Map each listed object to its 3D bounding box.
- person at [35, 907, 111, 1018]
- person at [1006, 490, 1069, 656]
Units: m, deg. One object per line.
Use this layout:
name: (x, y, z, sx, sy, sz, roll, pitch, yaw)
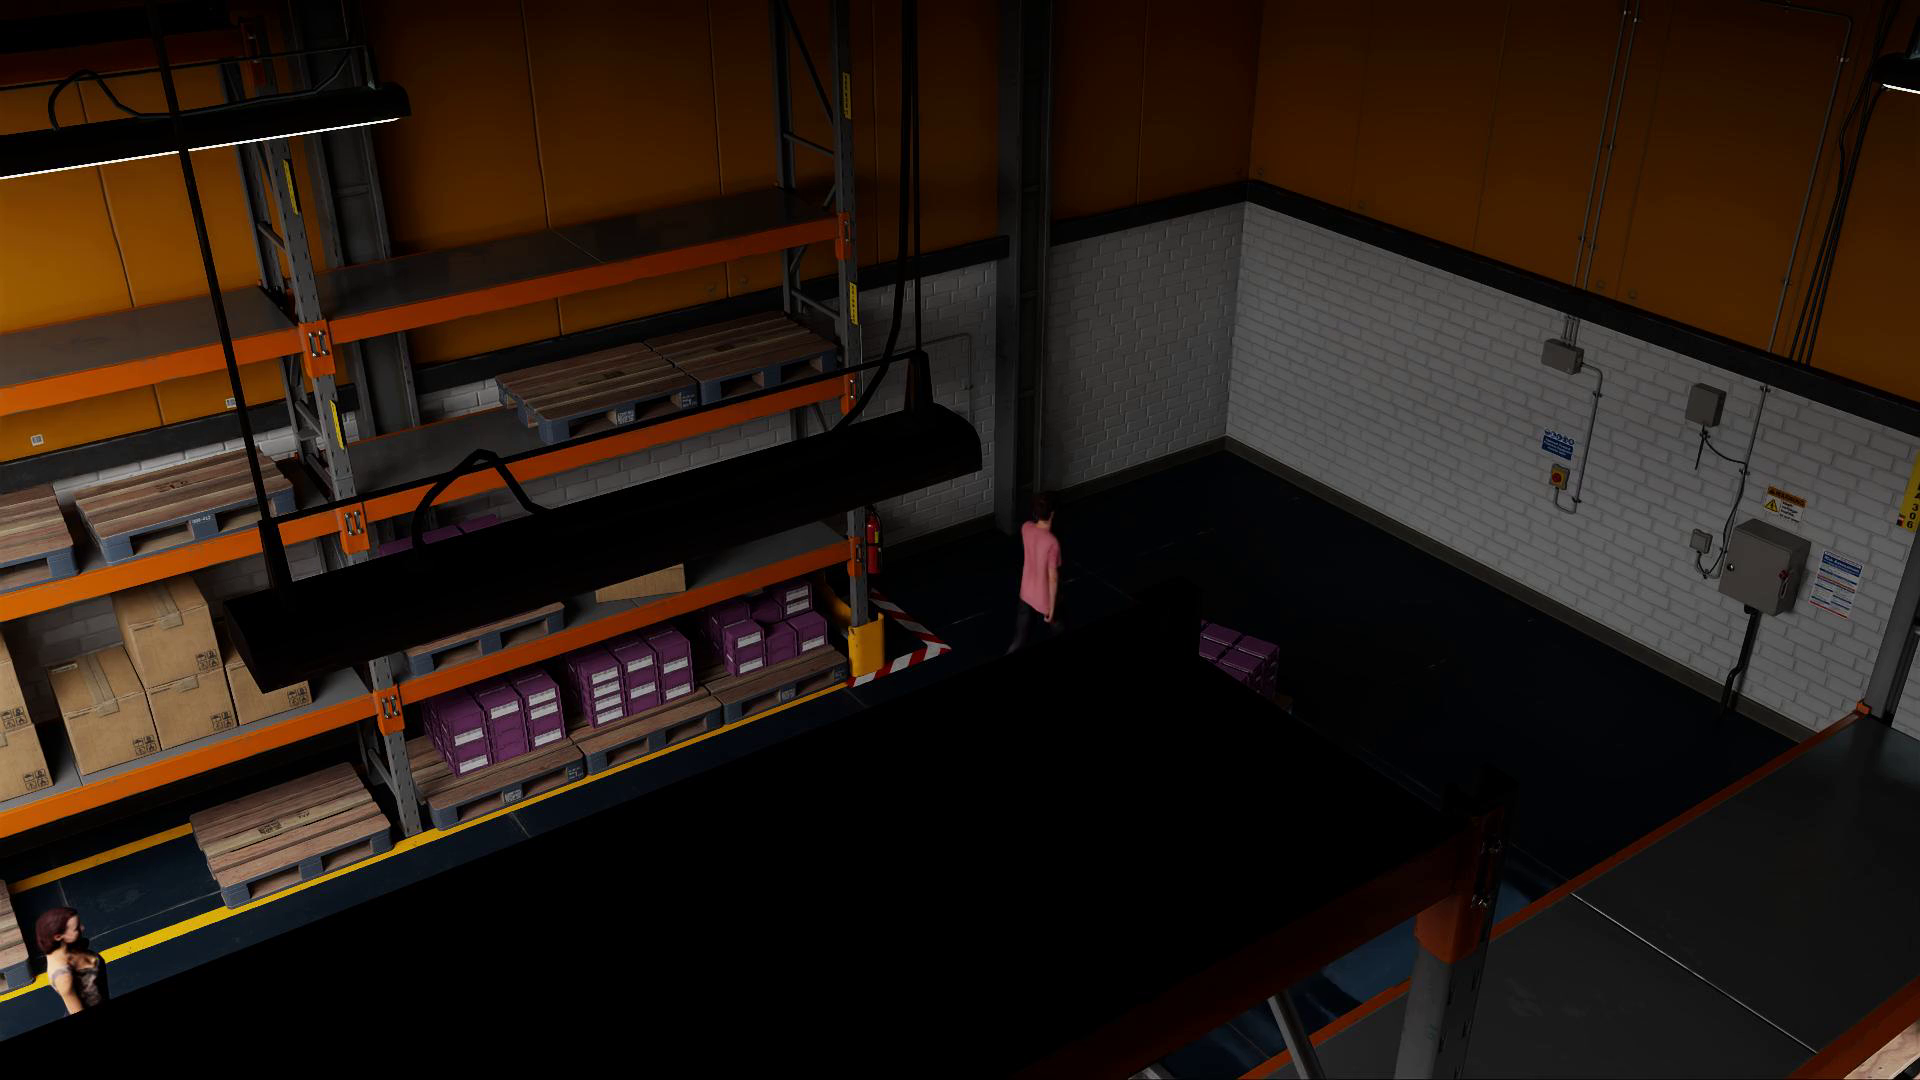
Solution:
person: (-5.033, 2.834, 9.590, 0.569, 1.769, 0.627, -15, 32, -25)
person: (0.583, 0.514, 13.689, 0.794, 1.917, 1.270, 25, 37, 38)
